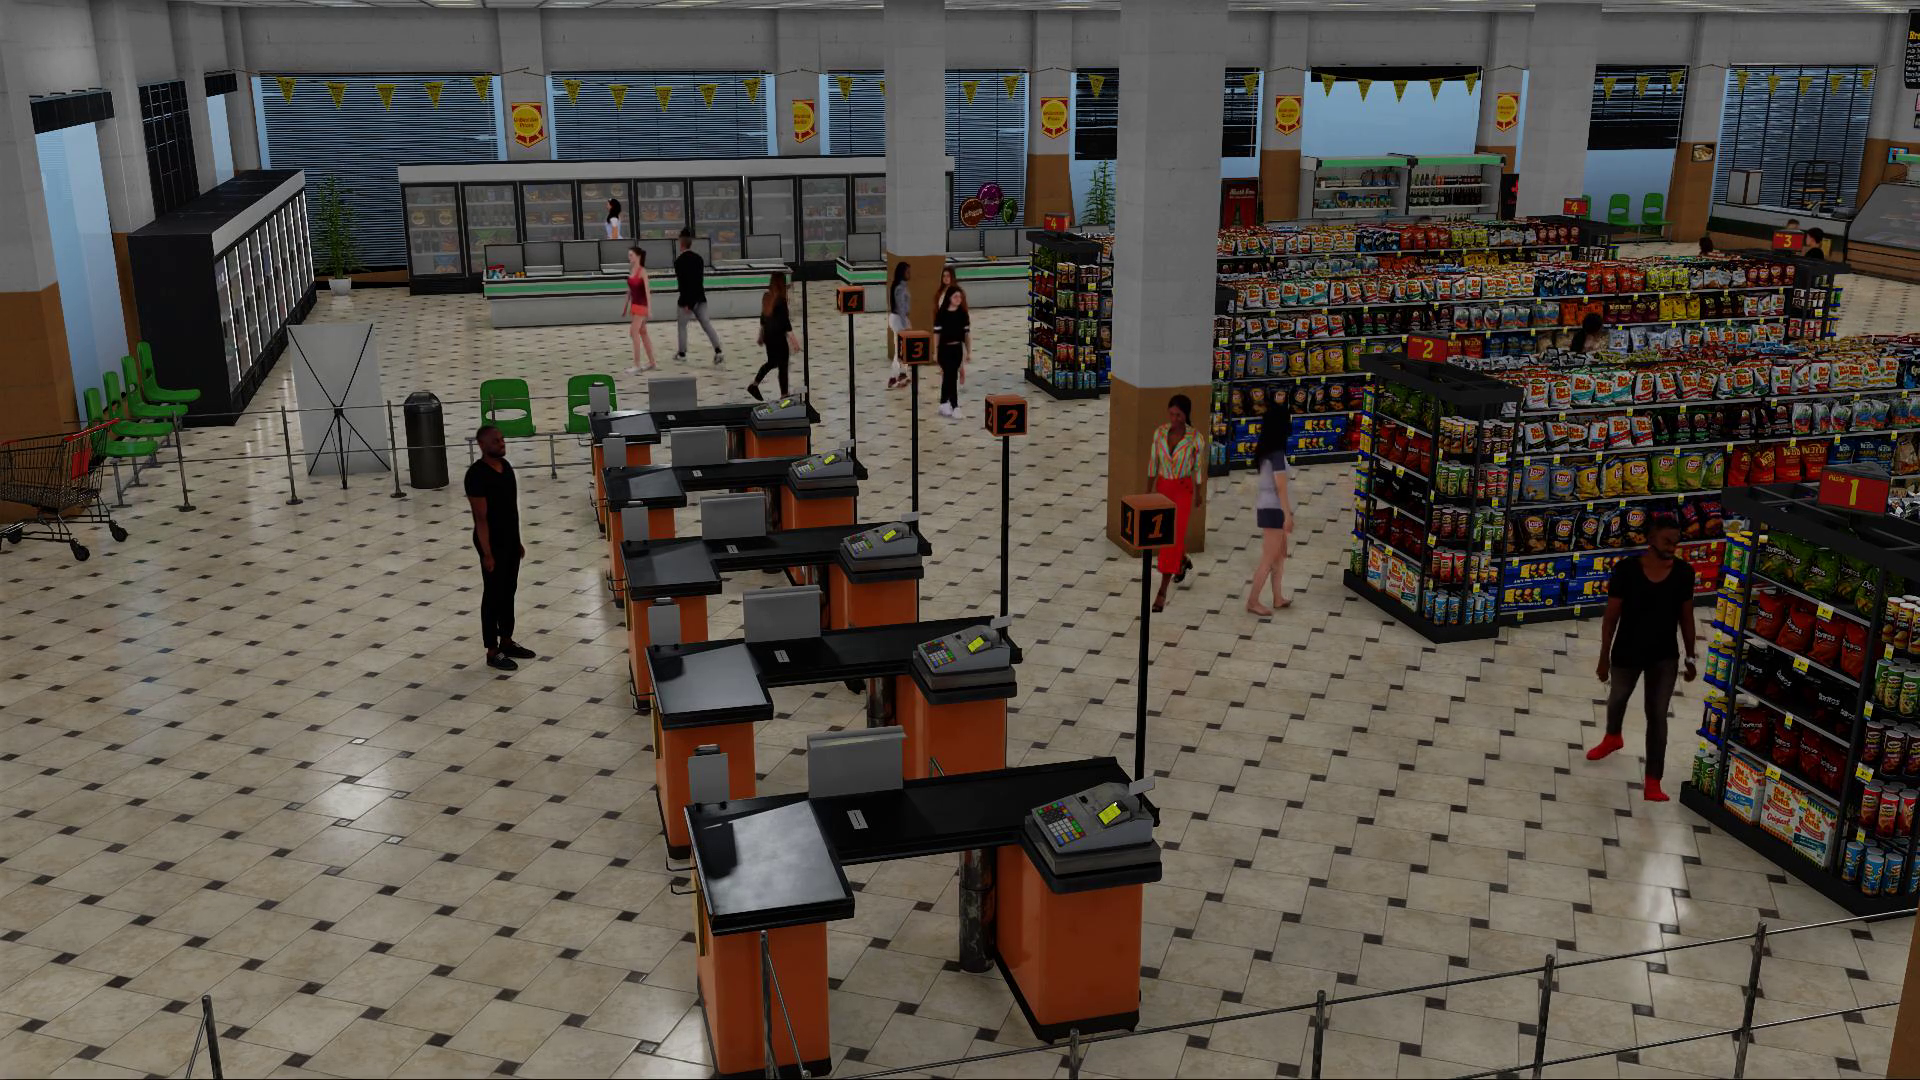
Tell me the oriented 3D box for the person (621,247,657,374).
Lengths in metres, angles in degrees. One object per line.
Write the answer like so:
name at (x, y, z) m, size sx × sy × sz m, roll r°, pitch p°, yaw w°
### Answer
person at (-4.393, -3.220, 23.184) m, size 0.900 × 1.732 × 0.760 m, roll -13°, pitch 21°, yaw -35°

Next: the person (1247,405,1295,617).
person at (2.499, -0.236, 13.431) m, size 0.733 × 1.689 × 0.754 m, roll 1°, pitch 17°, yaw 5°

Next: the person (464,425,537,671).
person at (-3.424, 0.039, 12.299) m, size 0.752 × 1.820 × 0.752 m, roll 5°, pitch 18°, yaw 15°

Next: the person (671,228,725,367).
person at (-3.691, -3.375, 23.381) m, size 1.244 × 1.913 × 1.339 m, roll 15°, pitch 23°, yaw 41°

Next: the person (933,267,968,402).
person at (-0.114, -2.663, 21.395) m, size 0.972 × 1.704 × 0.945 m, roll 5°, pitch 18°, yaw 15°

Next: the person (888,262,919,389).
person at (-0.862, -2.794, 21.849) m, size 0.706 × 1.692 × 0.742 m, roll -3°, pitch 17°, yaw -10°

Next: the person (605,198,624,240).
person at (-6.005, -5.054, 29.074) m, size 0.771 × 1.818 × 0.748 m, roll -1°, pitch 17°, yaw -4°

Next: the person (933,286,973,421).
person at (-0.155, -2.295, 20.340) m, size 0.879 × 1.615 × 0.798 m, roll -9°, pitch 19°, yaw -28°

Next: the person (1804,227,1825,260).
person at (12.410, -3.641, 24.344) m, size 0.834 × 1.863 × 0.739 m, roll 13°, pitch 21°, yaw 37°

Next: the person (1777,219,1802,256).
person at (13.479, -4.461, 27.424) m, size 0.771 × 1.642 × 0.735 m, roll 0°, pitch 17°, yaw 1°

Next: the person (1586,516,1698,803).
person at (4.215, 0.690, 10.287) m, size 1.318 × 1.743 × 1.242 m, roll 6°, pitch 18°, yaw 20°

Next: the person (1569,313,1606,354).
person at (6.402, -1.454, 17.322) m, size 1.014 × 1.758 × 0.724 m, roll -9°, pitch 19°, yaw -26°

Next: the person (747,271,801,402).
person at (-2.343, -2.539, 20.995) m, size 1.004 × 1.699 × 0.834 m, roll -11°, pitch 20°, yaw -31°

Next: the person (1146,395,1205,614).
person at (1.771, -0.324, 13.617) m, size 1.164 × 1.748 × 1.168 m, roll 8°, pitch 19°, yaw 25°
